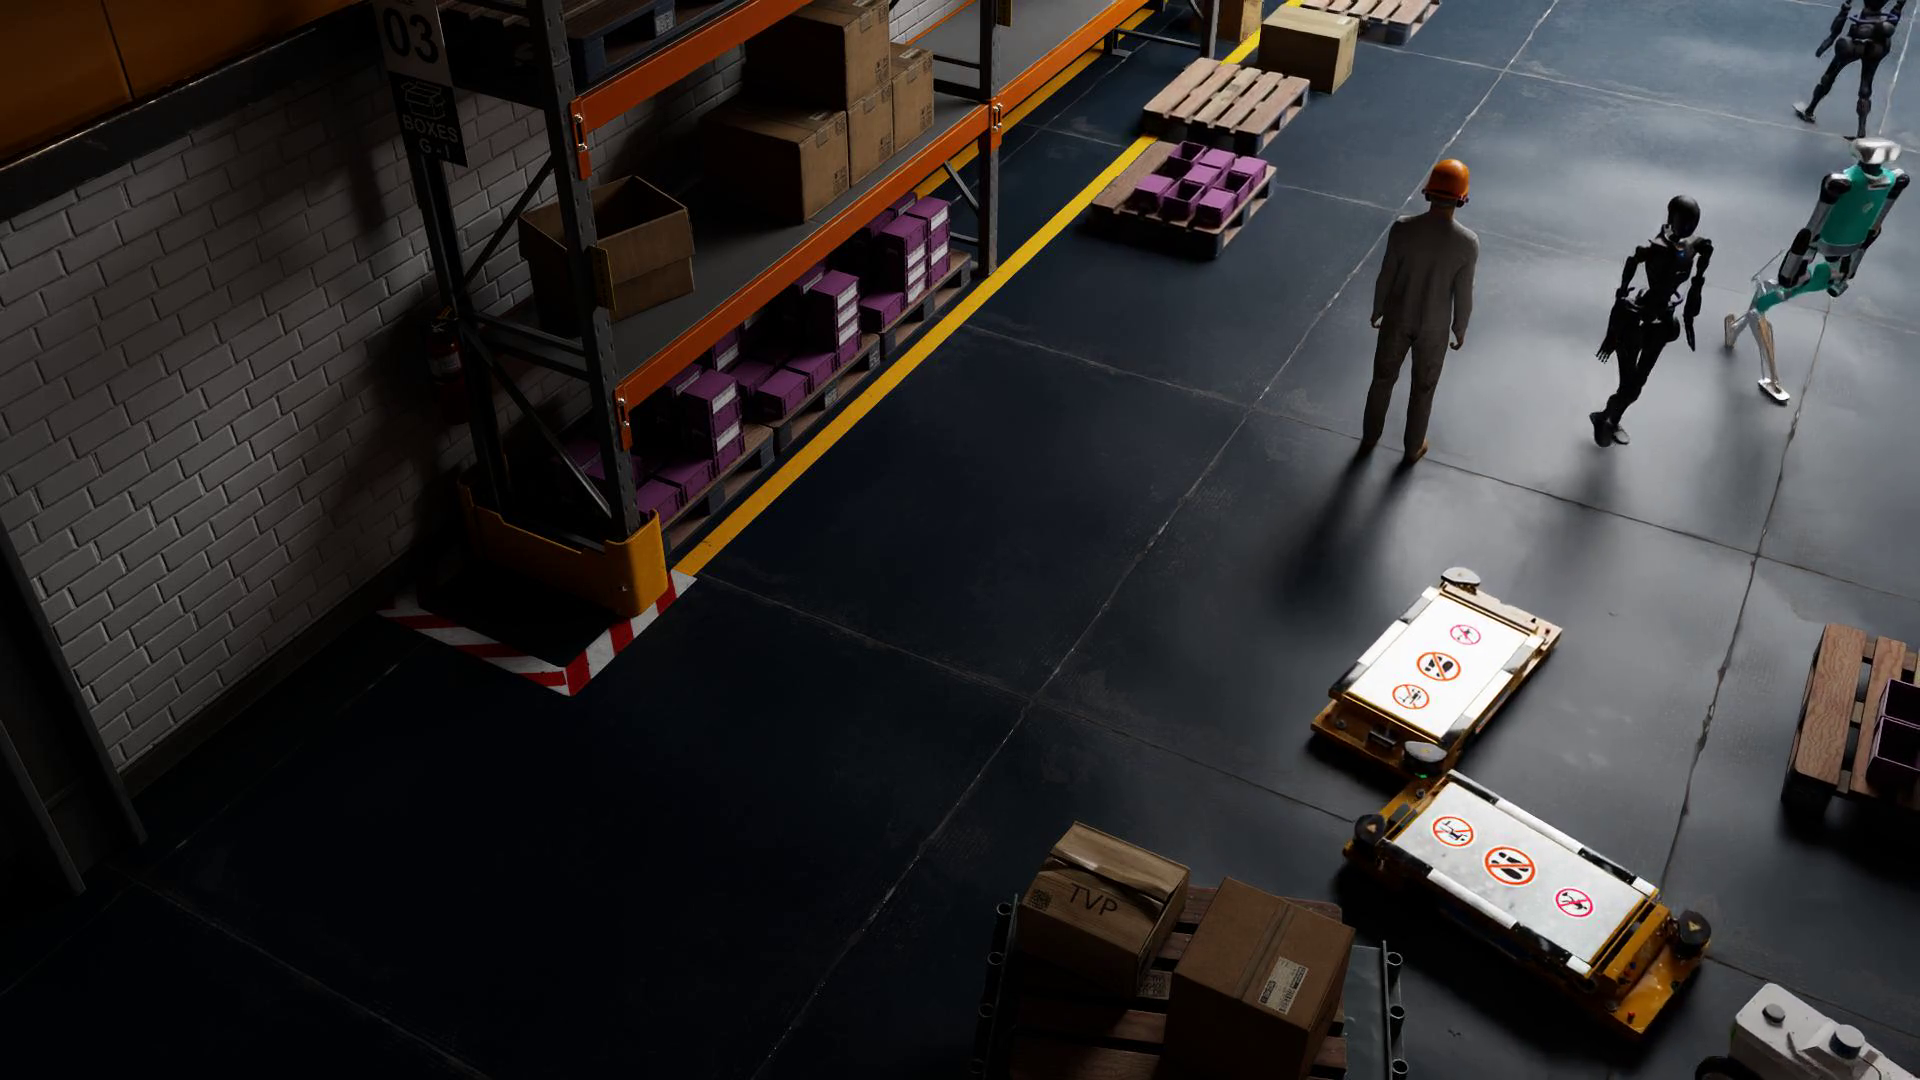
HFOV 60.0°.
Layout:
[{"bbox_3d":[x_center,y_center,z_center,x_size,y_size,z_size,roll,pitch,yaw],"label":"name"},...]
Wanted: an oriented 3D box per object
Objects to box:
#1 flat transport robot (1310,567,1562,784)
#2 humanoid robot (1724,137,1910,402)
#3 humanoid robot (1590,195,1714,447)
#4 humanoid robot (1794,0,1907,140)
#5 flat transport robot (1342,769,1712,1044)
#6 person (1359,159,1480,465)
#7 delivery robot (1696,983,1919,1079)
[{"bbox_3d":[2.425,0.669,8.383,0.659,0.231,1.431,28,46,30],"label":"flat transport robot"},{"bbox_3d":[5.134,-1.781,10.282,0.558,1.778,0.961,-9,39,-11],"label":"humanoid robot"},{"bbox_3d":[4.011,-1.267,9.676,0.589,1.650,0.367,-9,40,-11],"label":"humanoid robot"},{"bbox_3d":[7.122,-3.990,13.111,0.601,1.628,0.763,-7,39,-8],"label":"humanoid robot"},{"bbox_3d":[2.469,1.541,7.294,1.431,0.231,0.659,31,48,33],"label":"flat transport robot"},{"bbox_3d":[2.640,-1.290,9.545,0.554,1.890,0.391,15,41,18],"label":"person"},{"bbox_3d":[3.307,2.079,6.408,0.499,0.614,0.815,-28,46,-30],"label":"delivery robot"}]
